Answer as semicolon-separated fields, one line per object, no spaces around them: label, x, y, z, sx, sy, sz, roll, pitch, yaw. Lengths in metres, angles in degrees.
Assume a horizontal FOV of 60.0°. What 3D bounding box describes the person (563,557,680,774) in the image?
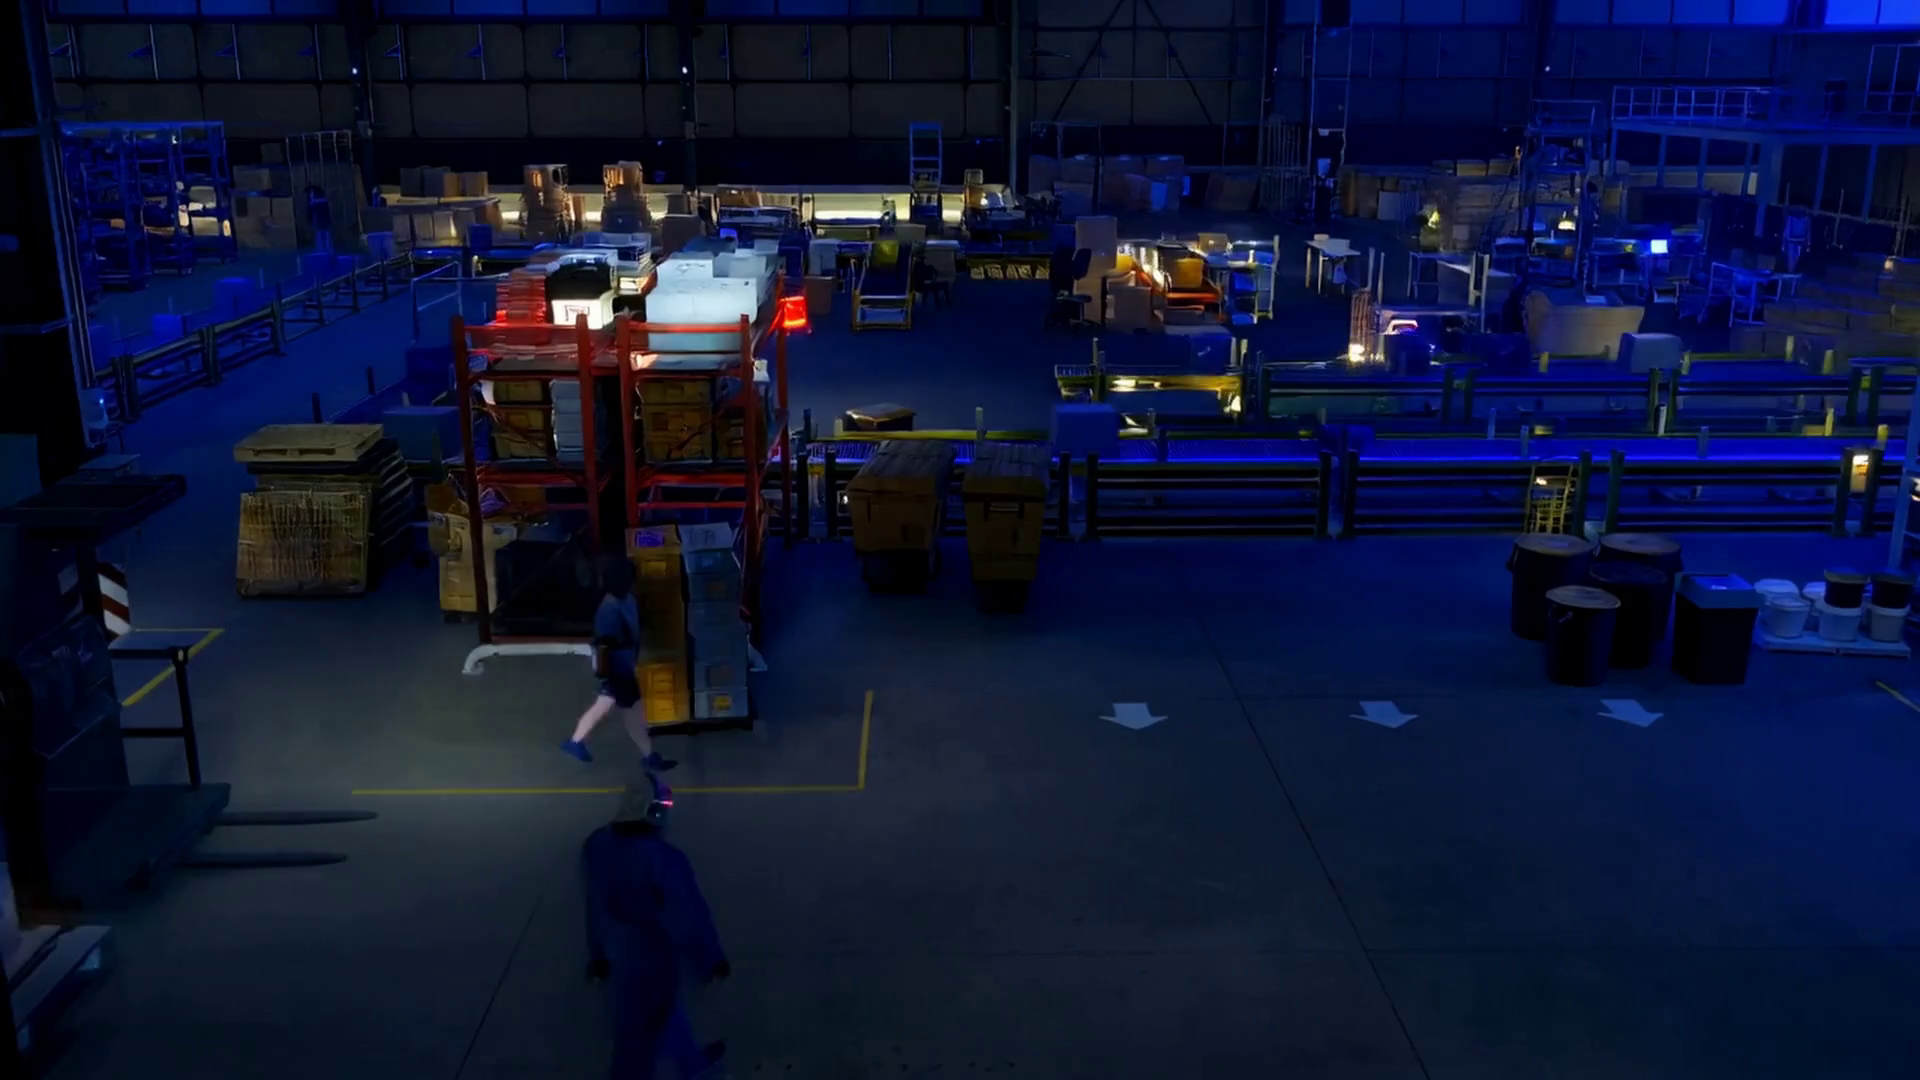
person;-2.540;0.908;12.117;0.890;1.647;0.539;1;16;2

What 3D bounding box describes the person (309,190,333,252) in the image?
person;-15.942;-7.734;41.554;0.400;1.984;0.610;7;18;24

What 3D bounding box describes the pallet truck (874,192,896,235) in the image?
pallet truck;-2.277;-9.986;50.594;0.653;1.274;1.630;0;16;-1

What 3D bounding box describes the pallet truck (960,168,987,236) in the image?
pallet truck;0.383;-10.230;50.206;0.823;1.965;1.885;-1;16;-3

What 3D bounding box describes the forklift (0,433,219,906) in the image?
forklift;-5.952;0.780;10.366;1.873;2.768;1.129;0;16;-1

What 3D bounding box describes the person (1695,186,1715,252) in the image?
person;20.496;-8.831;45.757;0.309;1.769;0.524;-11;19;-33

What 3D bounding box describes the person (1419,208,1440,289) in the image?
person;10.780;-6.685;38.149;0.336;1.857;0.498;5;17;16

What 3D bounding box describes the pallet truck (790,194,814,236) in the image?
pallet truck;-4.814;-9.883;50.259;0.704;1.261;1.522;-1;16;-3

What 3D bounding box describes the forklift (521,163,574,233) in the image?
forklift;-12.233;-10.122;49.298;1.157;1.987;2.680;0;16;-1

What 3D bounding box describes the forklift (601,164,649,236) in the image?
forklift;-9.948;-10.127;49.296;1.157;1.987;2.680;-1;16;-3

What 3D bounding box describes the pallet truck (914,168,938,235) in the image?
pallet truck;-0.989;-10.316;50.507;0.823;1.965;1.885;1;16;3

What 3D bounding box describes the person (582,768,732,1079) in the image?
person;-1.418;1.972;8.044;0.644;1.857;0.977;14;21;40

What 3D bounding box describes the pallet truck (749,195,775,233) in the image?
pallet truck;-6.051;-9.967;50.660;0.680;1.201;1.601;0;16;-1

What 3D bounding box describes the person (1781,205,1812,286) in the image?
person;19.459;-6.820;38.597;0.613;1.856;0.803;1;16;2
